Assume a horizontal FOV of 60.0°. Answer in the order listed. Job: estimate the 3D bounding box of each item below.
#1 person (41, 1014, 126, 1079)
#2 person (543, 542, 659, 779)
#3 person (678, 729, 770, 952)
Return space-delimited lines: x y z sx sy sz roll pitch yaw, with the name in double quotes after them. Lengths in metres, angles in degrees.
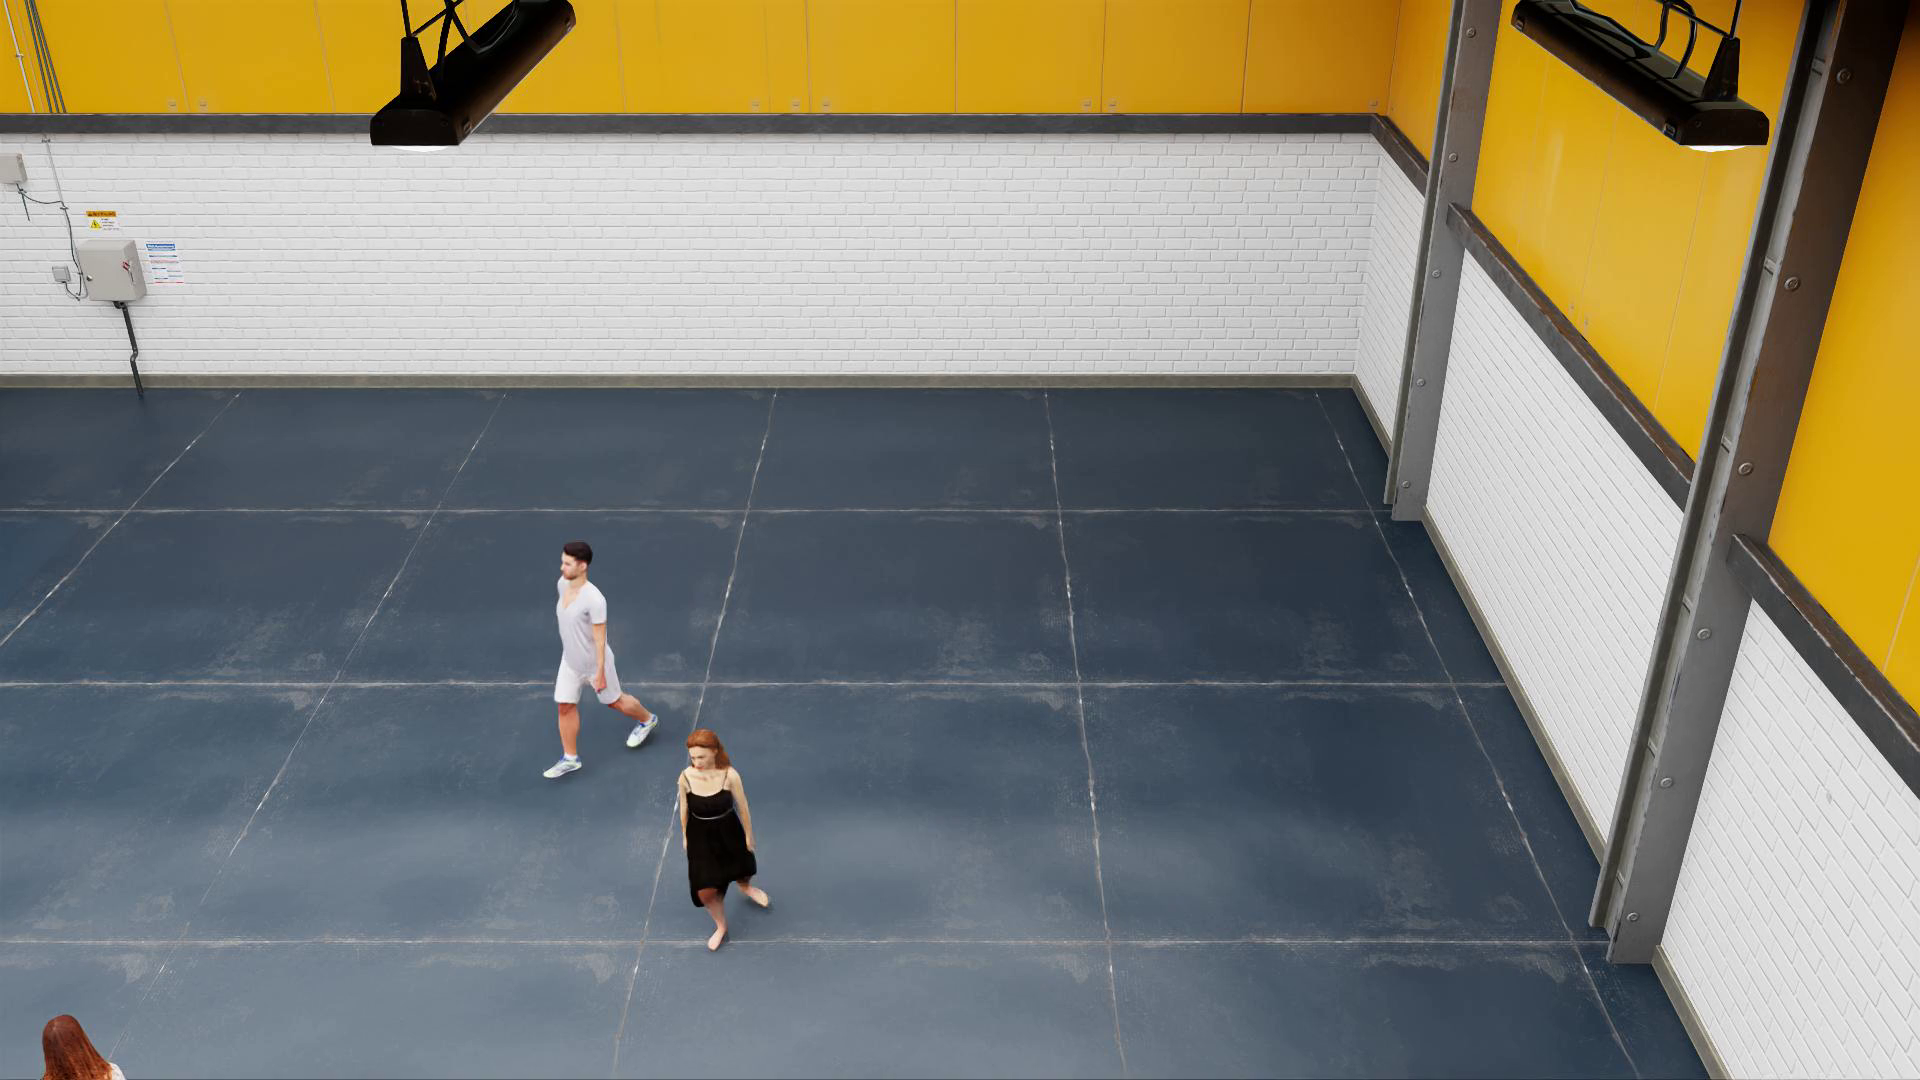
-4.161 3.050 8.085 0.769 1.714 0.880 -12 31 -20 "person"
-2.610 0.825 12.054 1.199 1.819 1.265 25 37 38 "person"
-1.507 1.834 10.439 0.660 1.594 0.798 -5 29 -8 "person"
